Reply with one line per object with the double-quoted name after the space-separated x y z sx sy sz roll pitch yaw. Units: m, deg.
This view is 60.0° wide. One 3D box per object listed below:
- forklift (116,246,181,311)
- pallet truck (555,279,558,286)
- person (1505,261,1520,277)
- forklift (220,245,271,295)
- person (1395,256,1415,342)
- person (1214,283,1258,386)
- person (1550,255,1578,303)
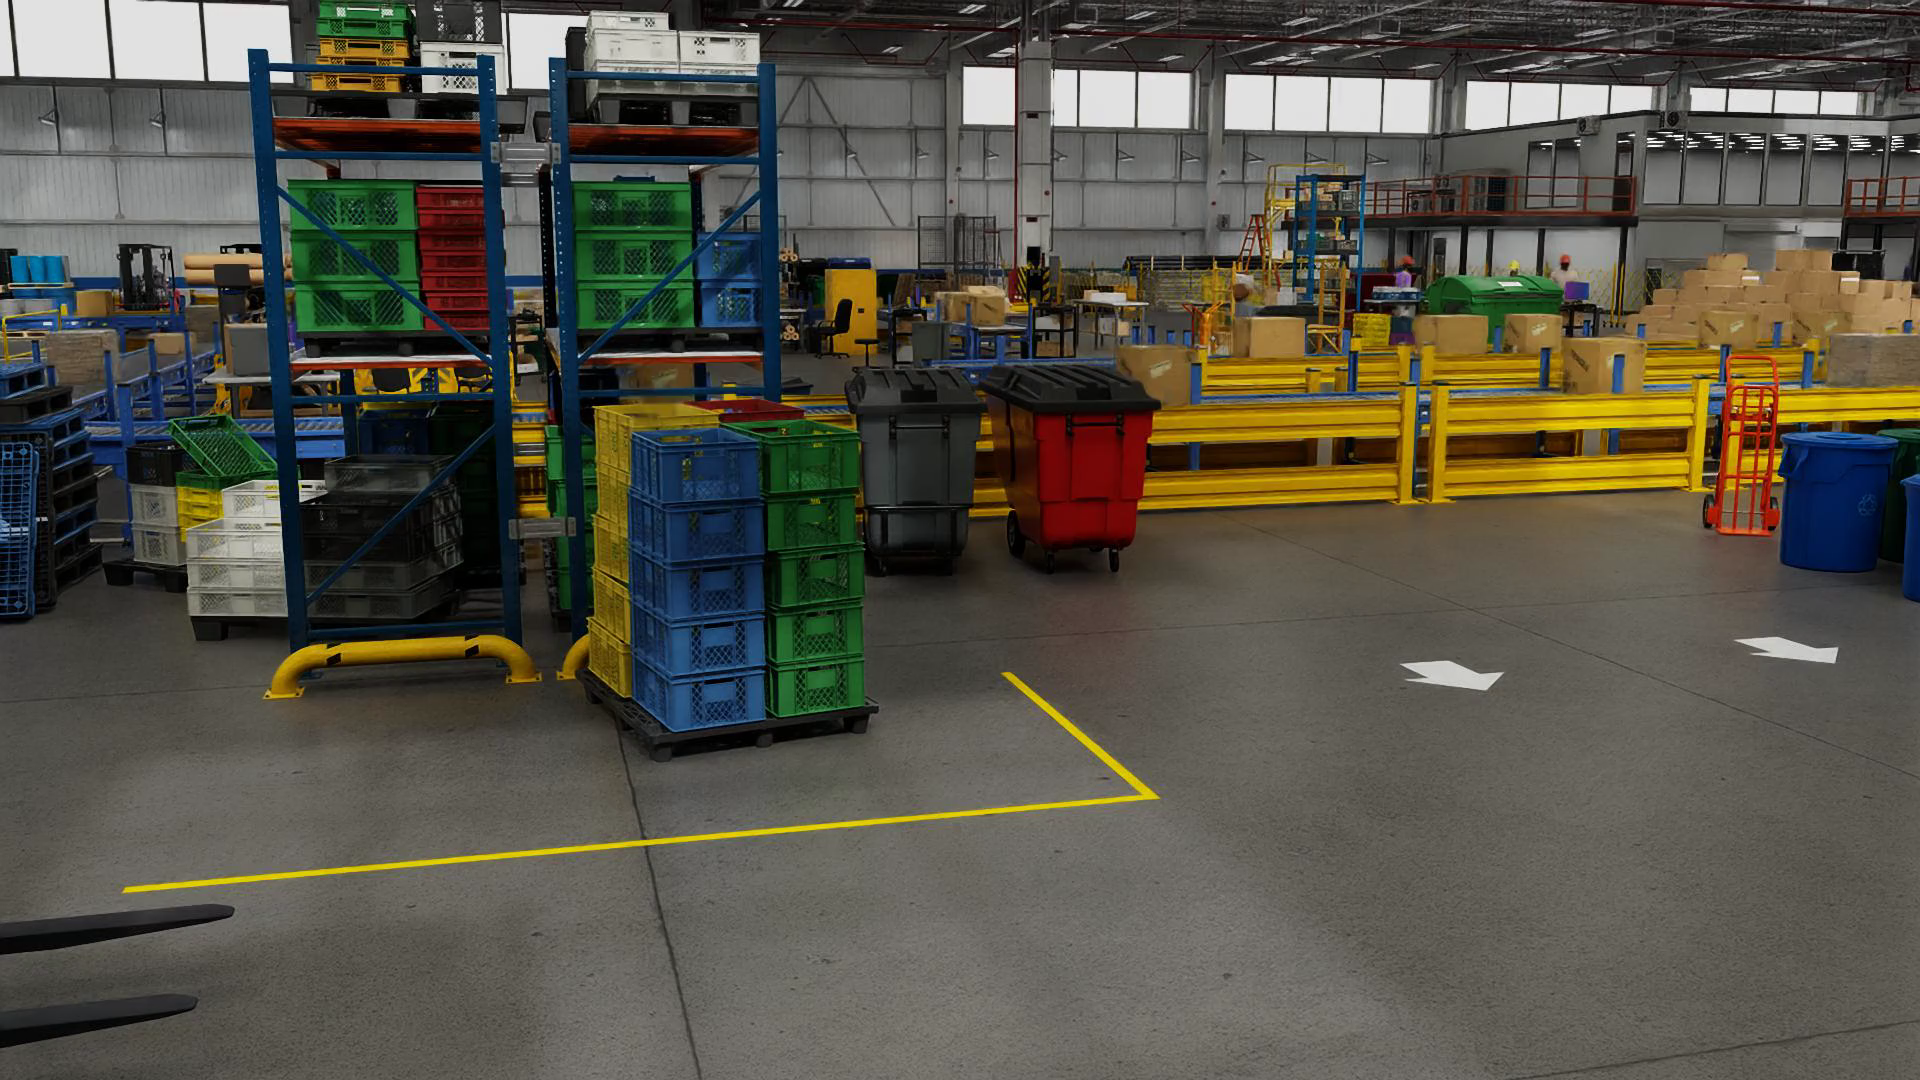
-19.966 -6.232 40.894 1.157 1.987 2.680 -3 10 -15 "forklift"
-10.604 -6.375 44.520 0.653 1.274 1.630 -3 10 -15 "pallet truck"
11.727 -5.002 35.278 0.599 1.828 0.403 5 11 28 "person"
-17.749 -6.334 41.440 1.157 1.987 2.680 -3 10 -17 "forklift"
9.595 -5.229 36.325 0.749 1.917 0.552 -2 10 -12 "person"
4.172 -2.993 24.573 0.834 1.576 0.524 -4 11 -20 "person"
13.484 -5.400 37.187 0.614 1.948 1.018 0 10 0 "person"
